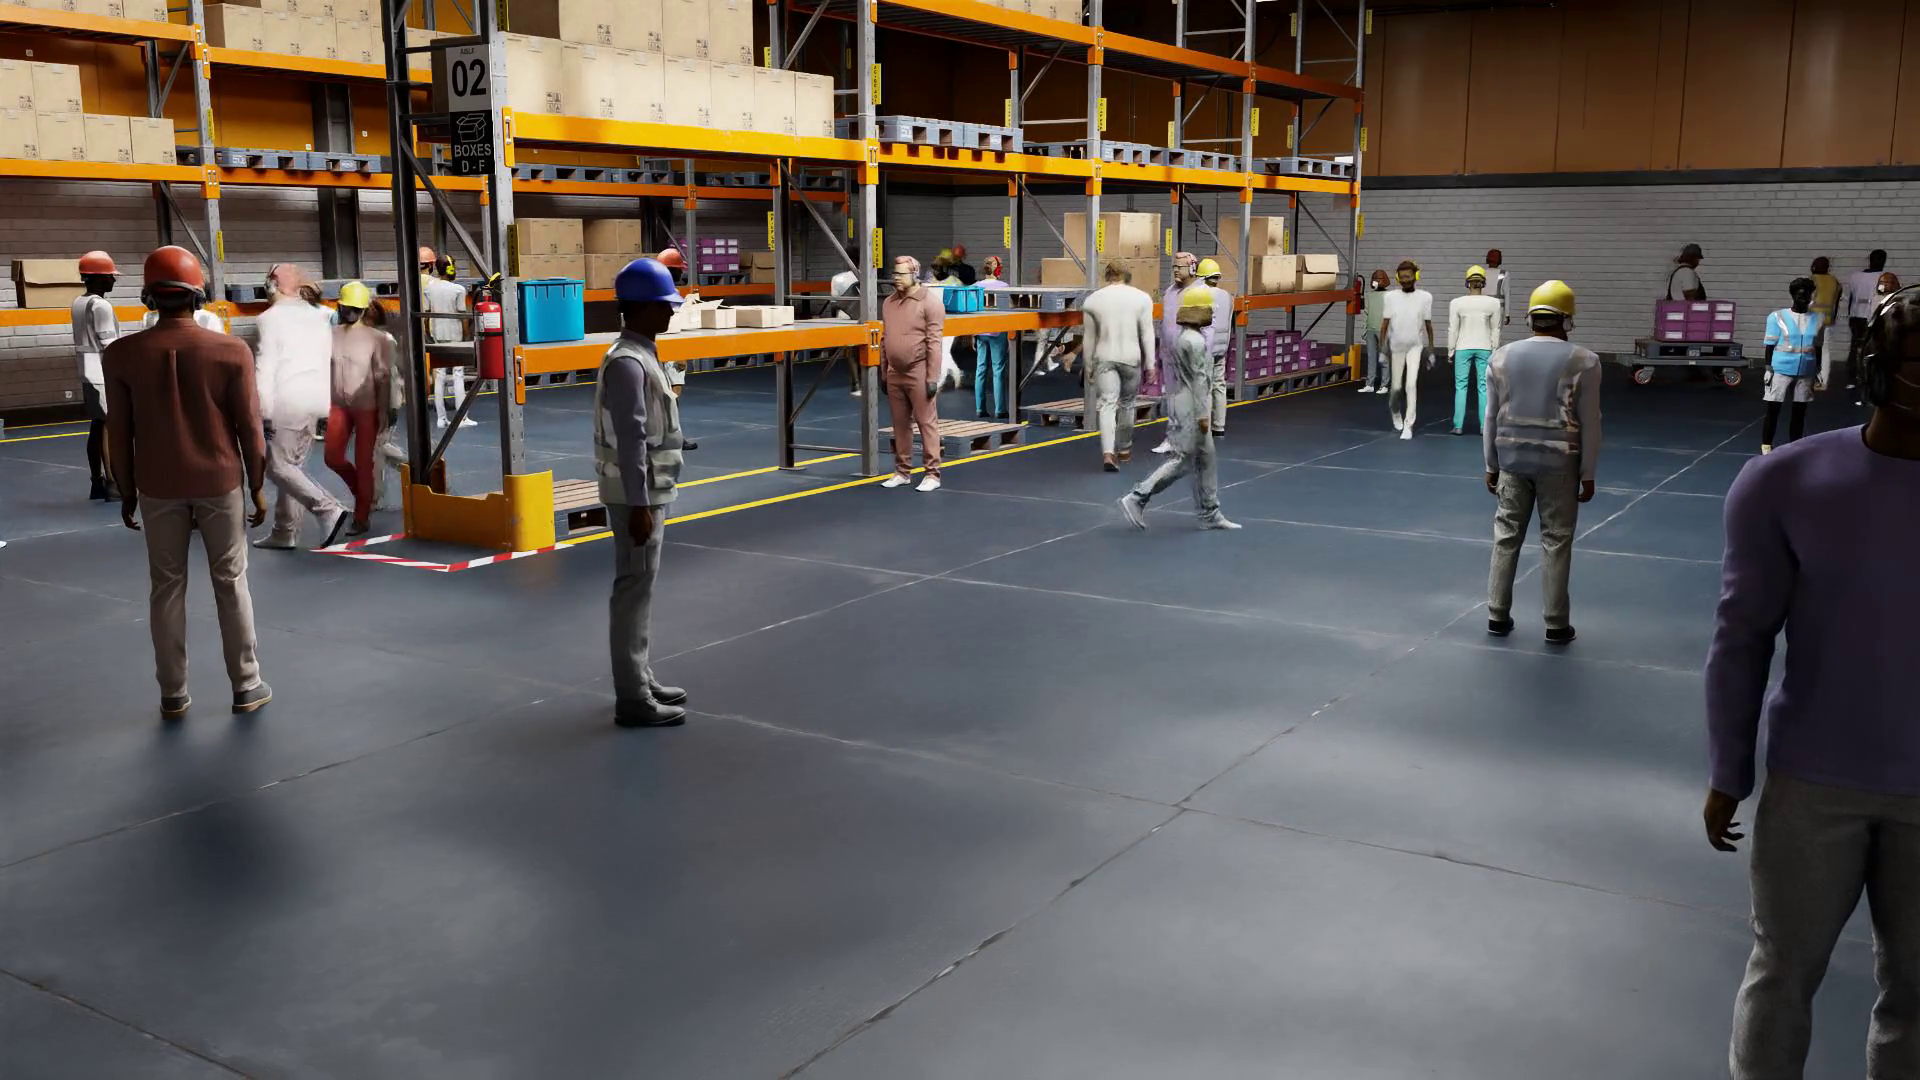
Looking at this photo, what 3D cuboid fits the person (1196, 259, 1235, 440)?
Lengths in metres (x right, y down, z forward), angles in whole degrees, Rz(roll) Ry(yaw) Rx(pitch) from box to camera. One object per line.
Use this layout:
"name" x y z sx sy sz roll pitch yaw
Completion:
"person" 2.492 -1.906 16.762 0.587 1.835 0.404 -9 14 -42

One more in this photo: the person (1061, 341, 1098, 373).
"person" 1.841 -3.396 24.565 0.745 2.008 0.706 -4 11 -19

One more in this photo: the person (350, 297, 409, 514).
"person" -4.298 -1.017 12.476 0.528 1.613 0.646 10 14 43

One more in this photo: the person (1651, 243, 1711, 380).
"person" 10.378 -3.327 24.063 0.987 2.000 0.683 3 11 16

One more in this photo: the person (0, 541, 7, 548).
"person" -6.437 -0.839 10.664 0.408 1.904 0.640 -2 10 -11

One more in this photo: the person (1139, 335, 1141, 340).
"person" 2.180 -2.800 21.436 0.553 1.933 0.371 -10 14 -43

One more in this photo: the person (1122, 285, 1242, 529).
"person" 1.555 -0.905 11.544 0.785 1.718 0.488 1 10 3

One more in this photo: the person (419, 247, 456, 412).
"person" -6.284 -2.486 19.682 0.545 1.942 0.353 3 11 18

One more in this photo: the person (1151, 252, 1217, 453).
"person" 2.090 -1.738 15.629 0.406 1.911 0.639 -8 13 -38

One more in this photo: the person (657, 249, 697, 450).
"person" -2.787 -1.834 16.079 0.358 1.936 0.552 -7 13 -35

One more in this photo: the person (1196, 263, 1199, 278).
"person" 3.686 -3.535 26.211 0.539 1.679 0.630 3 11 15

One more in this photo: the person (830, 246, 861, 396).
"person" -1.413 -2.887 21.920 0.618 1.921 0.977 -2 10 -13

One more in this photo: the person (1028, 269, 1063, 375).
"person" 1.320 -3.294 25.102 0.534 1.597 0.803 9 14 41

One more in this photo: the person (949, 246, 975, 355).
"person" -0.051 -4.247 29.500 0.650 1.925 1.085 6 12 30

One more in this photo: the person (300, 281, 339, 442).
"person" -6.515 -1.783 16.727 0.521 1.605 0.788 2 10 9

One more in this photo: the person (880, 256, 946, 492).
"person" -0.416 -1.342 13.477 0.637 1.899 0.395 9 13 39

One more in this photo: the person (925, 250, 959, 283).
"person" -0.323 -3.947 28.018 0.643 1.853 1.008 -1 10 -7

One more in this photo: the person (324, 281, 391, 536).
"person" -4.157 -0.907 11.455 0.556 1.742 0.456 1 10 8

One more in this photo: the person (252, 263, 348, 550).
"person" -4.304 -0.850 10.801 0.676 1.879 0.658 3 11 16

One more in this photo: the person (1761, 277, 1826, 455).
"person" 7.461 -1.499 14.902 0.533 1.692 0.319 1 10 4

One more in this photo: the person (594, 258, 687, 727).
"person" -1.330 -0.202 7.004 0.405 1.946 0.610 -1 10 -6

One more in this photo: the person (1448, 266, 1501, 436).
"person" 5.311 -1.950 17.222 0.522 1.761 0.322 2 10 10

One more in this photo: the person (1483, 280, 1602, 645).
"person" 2.935 -0.390 8.408 0.591 1.823 0.405 8 13 38

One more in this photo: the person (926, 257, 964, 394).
"person" -0.184 -2.854 22.122 0.642 1.816 0.830 8 13 37

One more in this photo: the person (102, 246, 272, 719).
"person" -3.256 -0.235 7.052 0.613 1.997 0.374 -3 11 -15

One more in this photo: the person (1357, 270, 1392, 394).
"person" 5.526 -2.751 22.004 0.279 1.633 0.501 -8 13 -37

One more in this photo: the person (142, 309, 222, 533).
"person" -5.394 -0.997 11.685 0.581 1.857 0.810 2 10 10

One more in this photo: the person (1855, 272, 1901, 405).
"person" 11.218 -2.428 20.211 0.285 1.634 0.499 -3 11 -16

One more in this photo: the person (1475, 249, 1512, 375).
"person" 7.943 -3.393 24.865 0.584 1.882 0.347 7 12 34

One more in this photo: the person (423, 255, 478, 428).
"person" -5.536 -2.143 17.994 0.513 1.865 0.329 2 10 11

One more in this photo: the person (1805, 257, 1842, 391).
"person" 11.563 -2.928 22.559 0.647 1.786 0.977 -1 10 -7

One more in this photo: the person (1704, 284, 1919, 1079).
"person" 1.785 0.481 3.244 0.635 1.939 0.359 4 11 21

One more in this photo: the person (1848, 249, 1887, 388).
"person" 12.405 -3.007 22.719 0.575 1.896 0.616 -8 13 -36

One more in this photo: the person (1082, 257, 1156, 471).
"person" 1.401 -1.568 14.771 0.646 1.887 1.031 1 10 7

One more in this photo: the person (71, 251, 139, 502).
"person" -6.635 -1.264 12.917 0.552 1.937 0.356 9 13 40

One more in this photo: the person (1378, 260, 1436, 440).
"person" 4.618 -1.971 17.166 0.577 1.832 0.809 3 11 18

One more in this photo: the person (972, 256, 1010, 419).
"person" 0.353 -2.293 18.886 0.565 1.842 0.390 6 12 31
